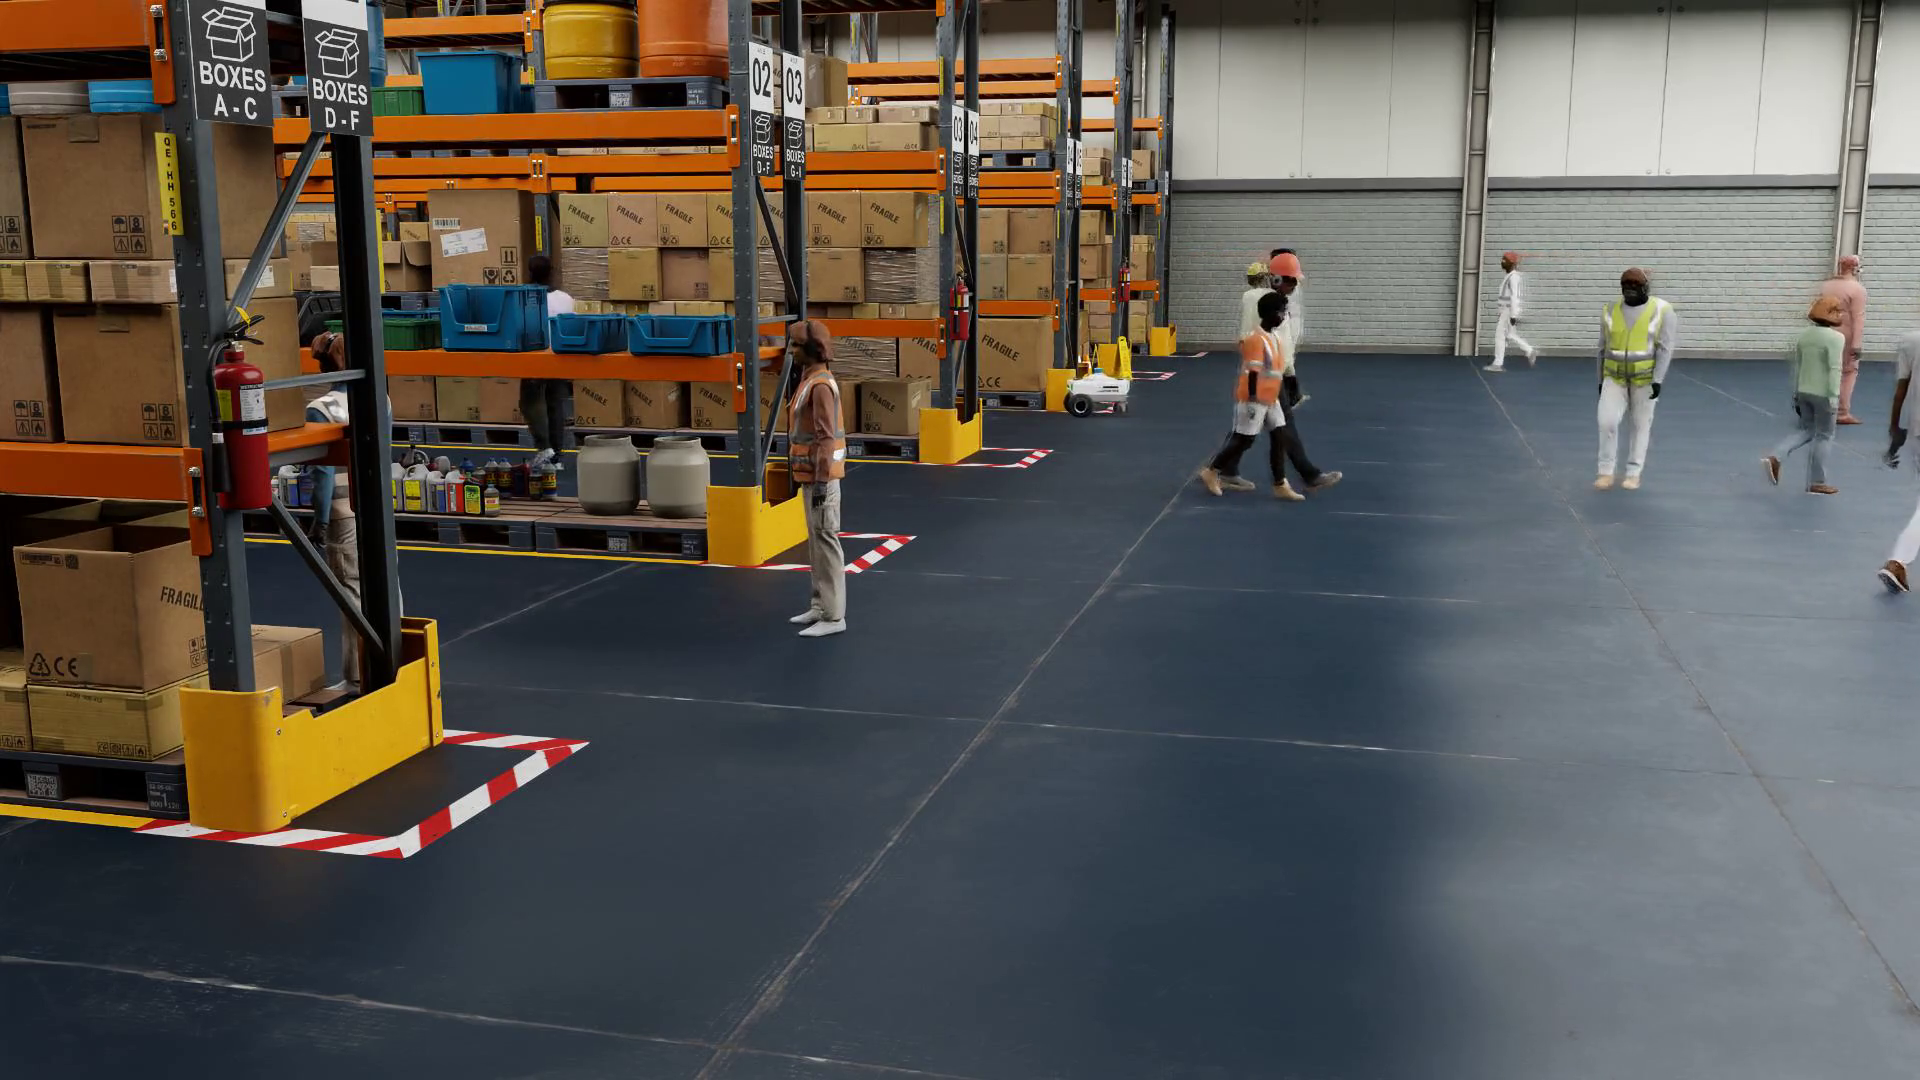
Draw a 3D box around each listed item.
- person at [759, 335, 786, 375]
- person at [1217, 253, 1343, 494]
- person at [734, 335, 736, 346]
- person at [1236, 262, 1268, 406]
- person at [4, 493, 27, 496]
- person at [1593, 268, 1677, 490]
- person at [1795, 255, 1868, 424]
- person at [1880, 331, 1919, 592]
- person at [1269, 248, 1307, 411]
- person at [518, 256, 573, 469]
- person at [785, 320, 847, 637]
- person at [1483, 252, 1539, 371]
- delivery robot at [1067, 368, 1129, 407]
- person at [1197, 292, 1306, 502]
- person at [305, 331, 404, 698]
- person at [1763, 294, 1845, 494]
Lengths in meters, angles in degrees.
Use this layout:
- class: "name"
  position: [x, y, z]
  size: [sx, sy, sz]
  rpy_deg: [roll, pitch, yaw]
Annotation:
- class: "person"
  position: [-1.881, -2.220, 18.135]
  size: [0.751, 2.000, 0.612]
  rpy_deg: [9, 13, 40]
- class: "person"
  position: [2.576, -1.333, 13.425]
  size: [1.036, 1.928, 0.631]
  rpy_deg: [3, 11, 17]
- class: "person"
  position: [-2.573, -2.093, 17.562]
  size: [0.693, 1.951, 0.747]
  rpy_deg: [3, 11, 18]
- class: "person"
  position: [3.615, -2.510, 20.406]
  size: [0.525, 1.769, 0.309]
  rpy_deg: [-10, 14, -43]
- class: "person"
  position: [-6.398, -0.817, 10.873]
  size: [0.403, 1.822, 0.589]
  rpy_deg: [3, 11, 15]
- class: "person"
  position: [5.444, -1.290, 13.525]
  size: [0.622, 1.817, 0.650]
  rpy_deg: [7, 13, 36]
- class: "person"
  position: [9.708, -2.209, 18.420]
  size: [0.617, 1.887, 0.653]
  rpy_deg: [-2, 10, -10]
- class: "person"
  position: [5.703, -0.615, 9.737]
  size: [0.936, 1.838, 0.529]
  rpy_deg: [-6, 12, -31]
- class: "person"
  position: [3.707, -2.355, 19.020]
  size: [0.449, 1.953, 0.608]
  rpy_deg: [0, 10, -1]
- class: "person"
  position: [-3.695, -1.568, 14.813]
  size: [0.594, 1.901, 0.453]
  rpy_deg: [-10, 14, -43]
- class: "person"
  position: [-0.743, -0.318, 8.617]
  size: [0.310, 1.636, 0.523]
  rpy_deg: [-2, 10, -12]
- class: "person"
  position: [8.635, -3.556, 25.941]
  size: [0.763, 1.861, 0.581]
  rpy_deg: [3, 11, 16]
- class: "delivery robot"
  position: [1.606, -1.760, 19.347]
  size: [0.707, 0.478, 0.477]
  rpy_deg: [-1, 10, -4]
- class: "person"
  position: [2.311, -1.128, 13.048]
  size: [0.799, 1.652, 0.557]
  rpy_deg: [6, 12, 32]
- class: "person"
  position: [-2.715, -0.110, 7.454]
  size: [0.313, 1.642, 0.513]
  rpy_deg: [4, 11, 19]
- class: "person"
  position: [6.825, -1.162, 13.344]
  size: [0.532, 1.615, 0.512]
  rpy_deg: [-2, 10, -10]
